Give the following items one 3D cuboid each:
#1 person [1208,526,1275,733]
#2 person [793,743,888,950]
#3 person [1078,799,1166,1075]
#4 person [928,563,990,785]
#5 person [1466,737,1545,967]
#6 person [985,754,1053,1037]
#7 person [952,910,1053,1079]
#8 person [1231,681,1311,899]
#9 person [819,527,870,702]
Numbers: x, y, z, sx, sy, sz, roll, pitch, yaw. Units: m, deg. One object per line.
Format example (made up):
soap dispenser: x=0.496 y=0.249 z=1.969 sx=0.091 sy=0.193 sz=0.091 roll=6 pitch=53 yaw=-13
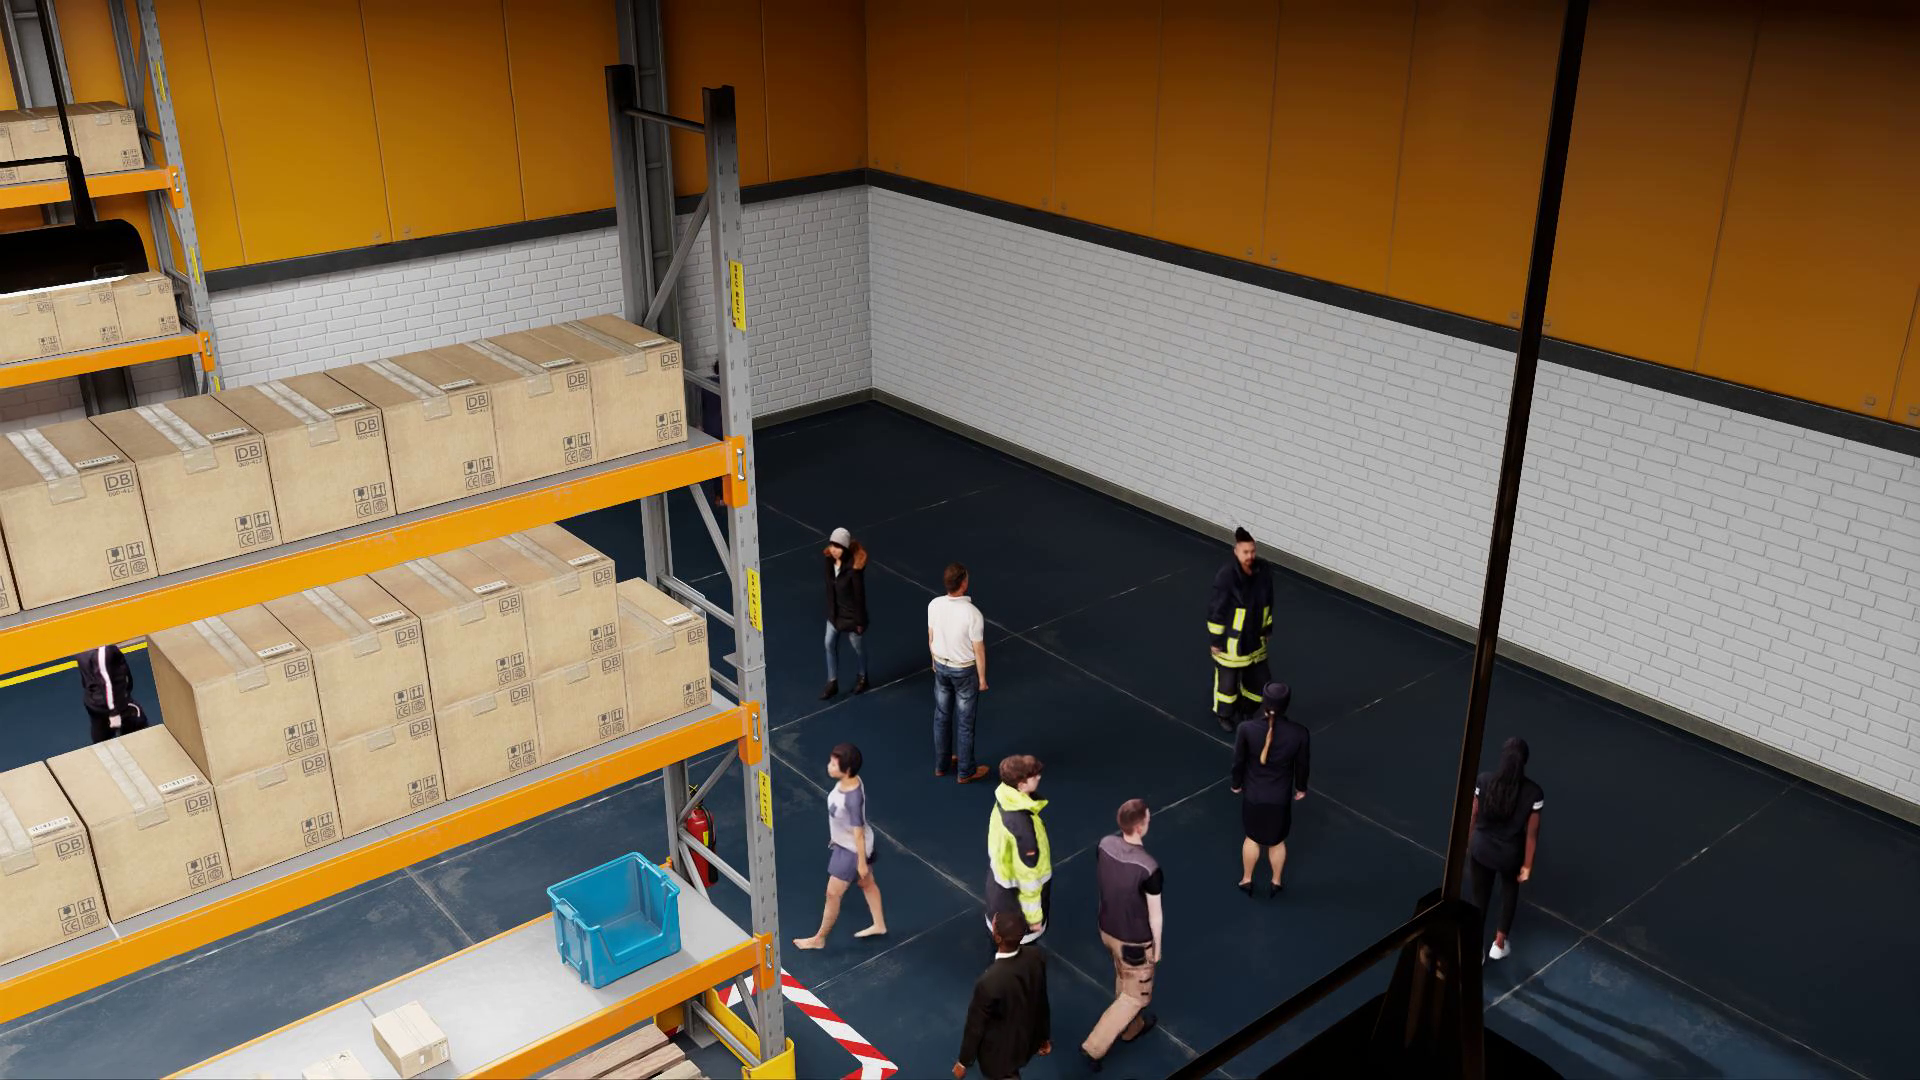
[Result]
person: x=2.312 y=0.714 z=13.885 sx=0.810 sy=1.854 sz=0.943 roll=-7 pitch=25 yaw=-16
person: x=-0.654 y=2.057 z=11.209 sx=0.983 sy=1.537 sz=0.847 roll=-3 pitch=24 yaw=-8
person: x=0.957 y=2.403 z=10.067 sx=1.014 sy=1.817 sz=0.705 roll=-17 pitch=29 yaw=-34
person: x=-0.042 y=1.042 z=13.132 sx=0.718 sy=1.856 sz=0.667 roll=16 pitch=28 yaw=32
person: x=3.503 y=2.102 z=10.879 sx=0.754 sy=1.719 sz=0.790 roll=8 pitch=25 yaw=17
person: x=0.343 y=2.191 z=10.346 sx=0.844 sy=1.983 sz=0.868 roll=-4 pitch=24 yaw=-10
person: x=0.336 y=2.839 z=9.117 sx=0.794 sy=1.780 sz=0.865 roll=21 pitch=31 yaw=39
person: x=2.158 y=1.772 z=11.694 sx=0.805 sy=1.671 sz=0.857 roll=3 pitch=24 yaw=7
person: x=-0.961 y=0.604 z=14.444 sx=0.775 sy=1.609 sz=0.895 roll=14 pitch=27 yaw=29
